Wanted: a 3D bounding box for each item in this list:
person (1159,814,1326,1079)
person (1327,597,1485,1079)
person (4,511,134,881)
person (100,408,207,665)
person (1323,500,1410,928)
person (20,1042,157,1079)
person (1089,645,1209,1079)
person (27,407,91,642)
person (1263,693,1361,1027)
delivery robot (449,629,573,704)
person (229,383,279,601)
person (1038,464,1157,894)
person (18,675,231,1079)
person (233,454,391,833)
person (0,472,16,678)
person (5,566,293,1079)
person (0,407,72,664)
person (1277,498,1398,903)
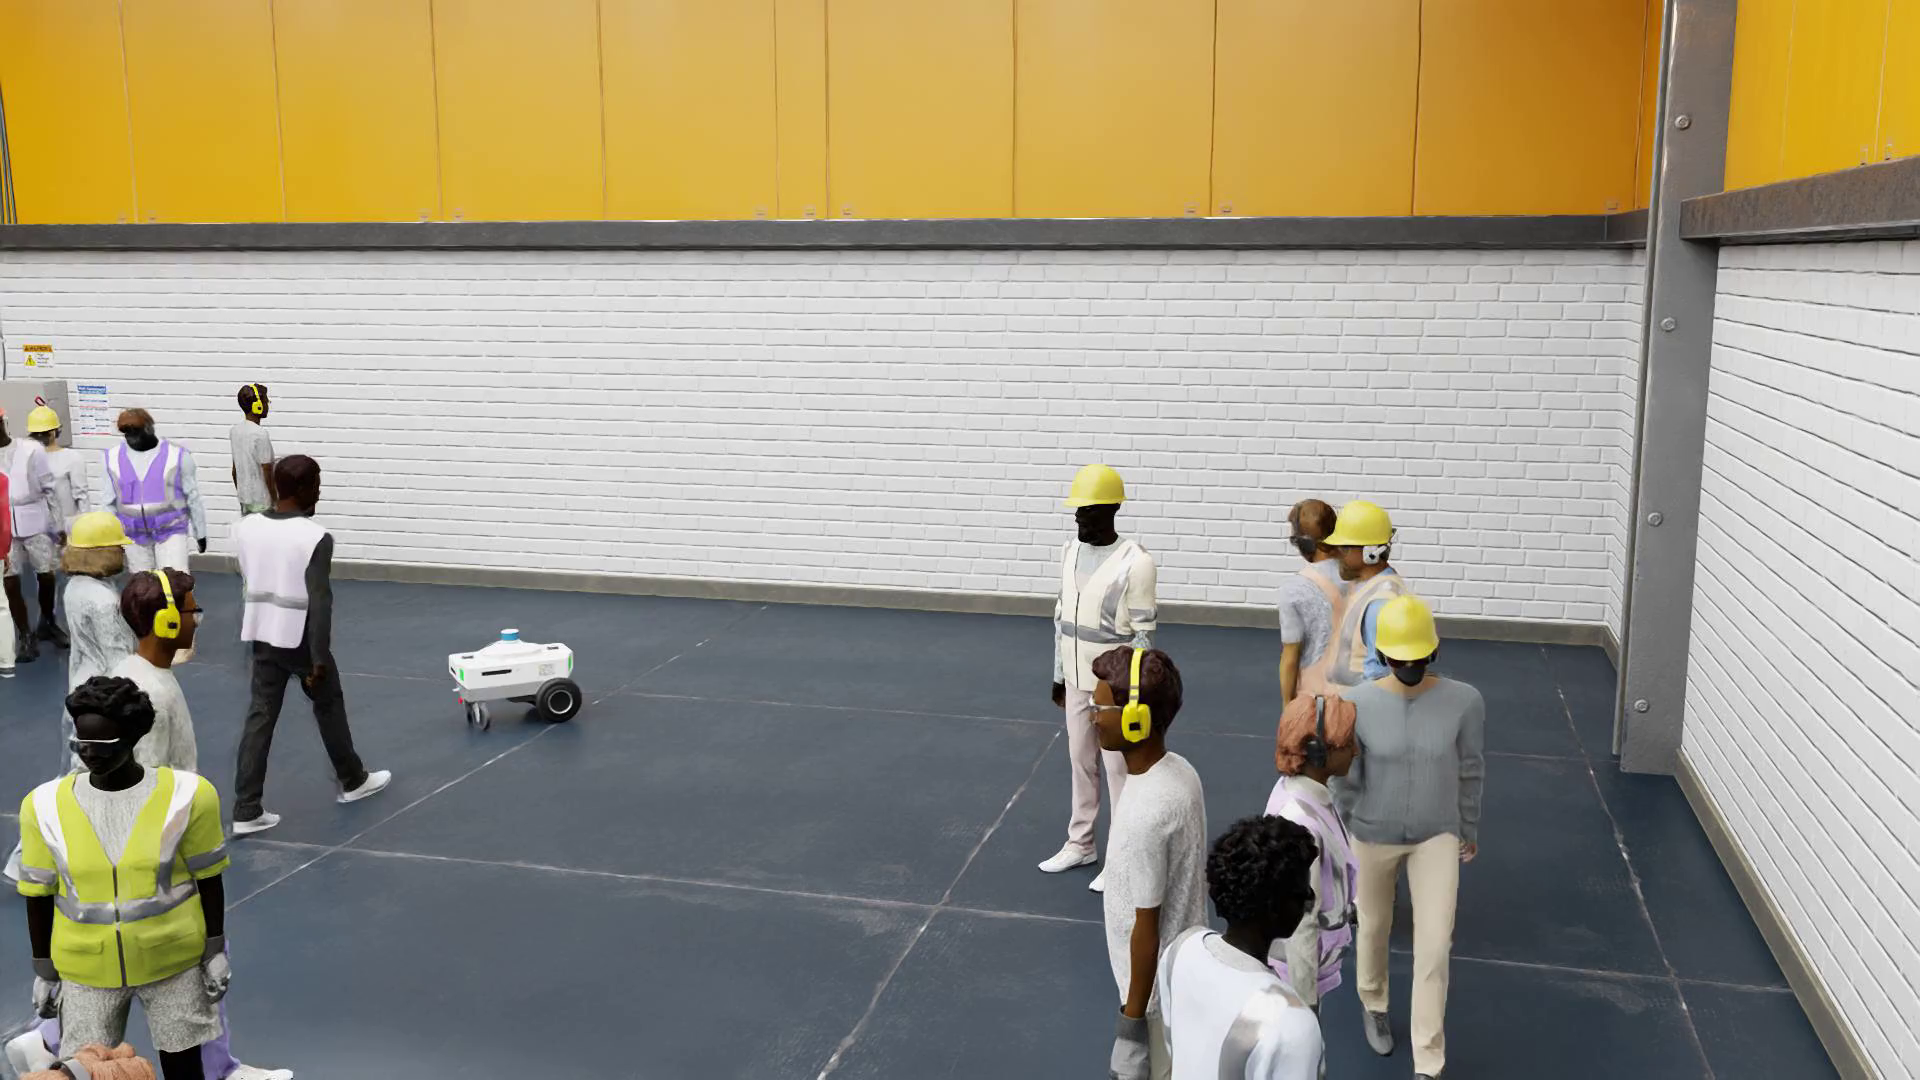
[{"bbox_3d":[0.593,1.404,3.548,0.320,1.688,0.535,-3,10,-19],"label":"person"},{"bbox_3d":[1.511,1.026,5.646,0.544,1.720,0.861,1,10,8],"label":"person"},{"bbox_3d":[-3.936,0.714,7.563,0.887,1.702,0.498,-7,12,-37],"label":"person"},{"bbox_3d":[-5.720,-0.058,11.850,0.642,1.810,0.794,-2,10,-11],"label":"person"},{"bbox_3d":[1.724,0.734,7.099,0.403,1.824,0.592,1,10,7],"label":"person"},{"bbox_3d":[-1.326,1.586,2.615,0.513,1.641,0.307,6,12,33],"label":"person"},{"bbox_3d":[0.492,1.187,4.331,0.338,1.861,0.507,2,10,14],"label":"person"},{"bbox_3d":[-6.671,-0.105,12.241,0.533,1.760,0.341,0,10,1],"label":"person"},{"bbox_3d":[0.963,1.232,4.730,0.316,1.633,0.517,2,10,12],"label":"person"},{"bbox_3d":[-2.754,0.791,10.205,0.707,0.478,0.477,-5,11,-27],"label":"delivery robot"},{"bbox_3d":[-5.431,-0.280,12.924,0.507,1.872,0.329,7,12,35],"label":"person"},{"bbox_3d":[0.622,0.614,7.494,0.366,1.927,0.585,-8,12,-39],"label":"person"},{"bbox_3d":[-2.346,1.200,4.711,0.539,1.698,0.318,-3,10,-18],"label":"person"},{"bbox_3d":[-3.342,0.493,8.379,0.604,1.868,0.955,3,10,18],"label":"person"},{"bbox_3d":[-6.593,0.092,11.069,0.327,1.753,0.563,5,11,26],"label":"person"},{"bbox_3d":[-2.690,1.010,5.432,0.764,1.844,0.513,-6,11,-31],"label":"person"},{"bbox_3d":[-6.643,-0.077,11.697,0.617,1.887,0.687,-6,11,-30],"label":"person"},{"bbox_3d":[1.645,0.736,7.114,0.593,1.810,0.584,-2,10,-14],"label":"person"}]
